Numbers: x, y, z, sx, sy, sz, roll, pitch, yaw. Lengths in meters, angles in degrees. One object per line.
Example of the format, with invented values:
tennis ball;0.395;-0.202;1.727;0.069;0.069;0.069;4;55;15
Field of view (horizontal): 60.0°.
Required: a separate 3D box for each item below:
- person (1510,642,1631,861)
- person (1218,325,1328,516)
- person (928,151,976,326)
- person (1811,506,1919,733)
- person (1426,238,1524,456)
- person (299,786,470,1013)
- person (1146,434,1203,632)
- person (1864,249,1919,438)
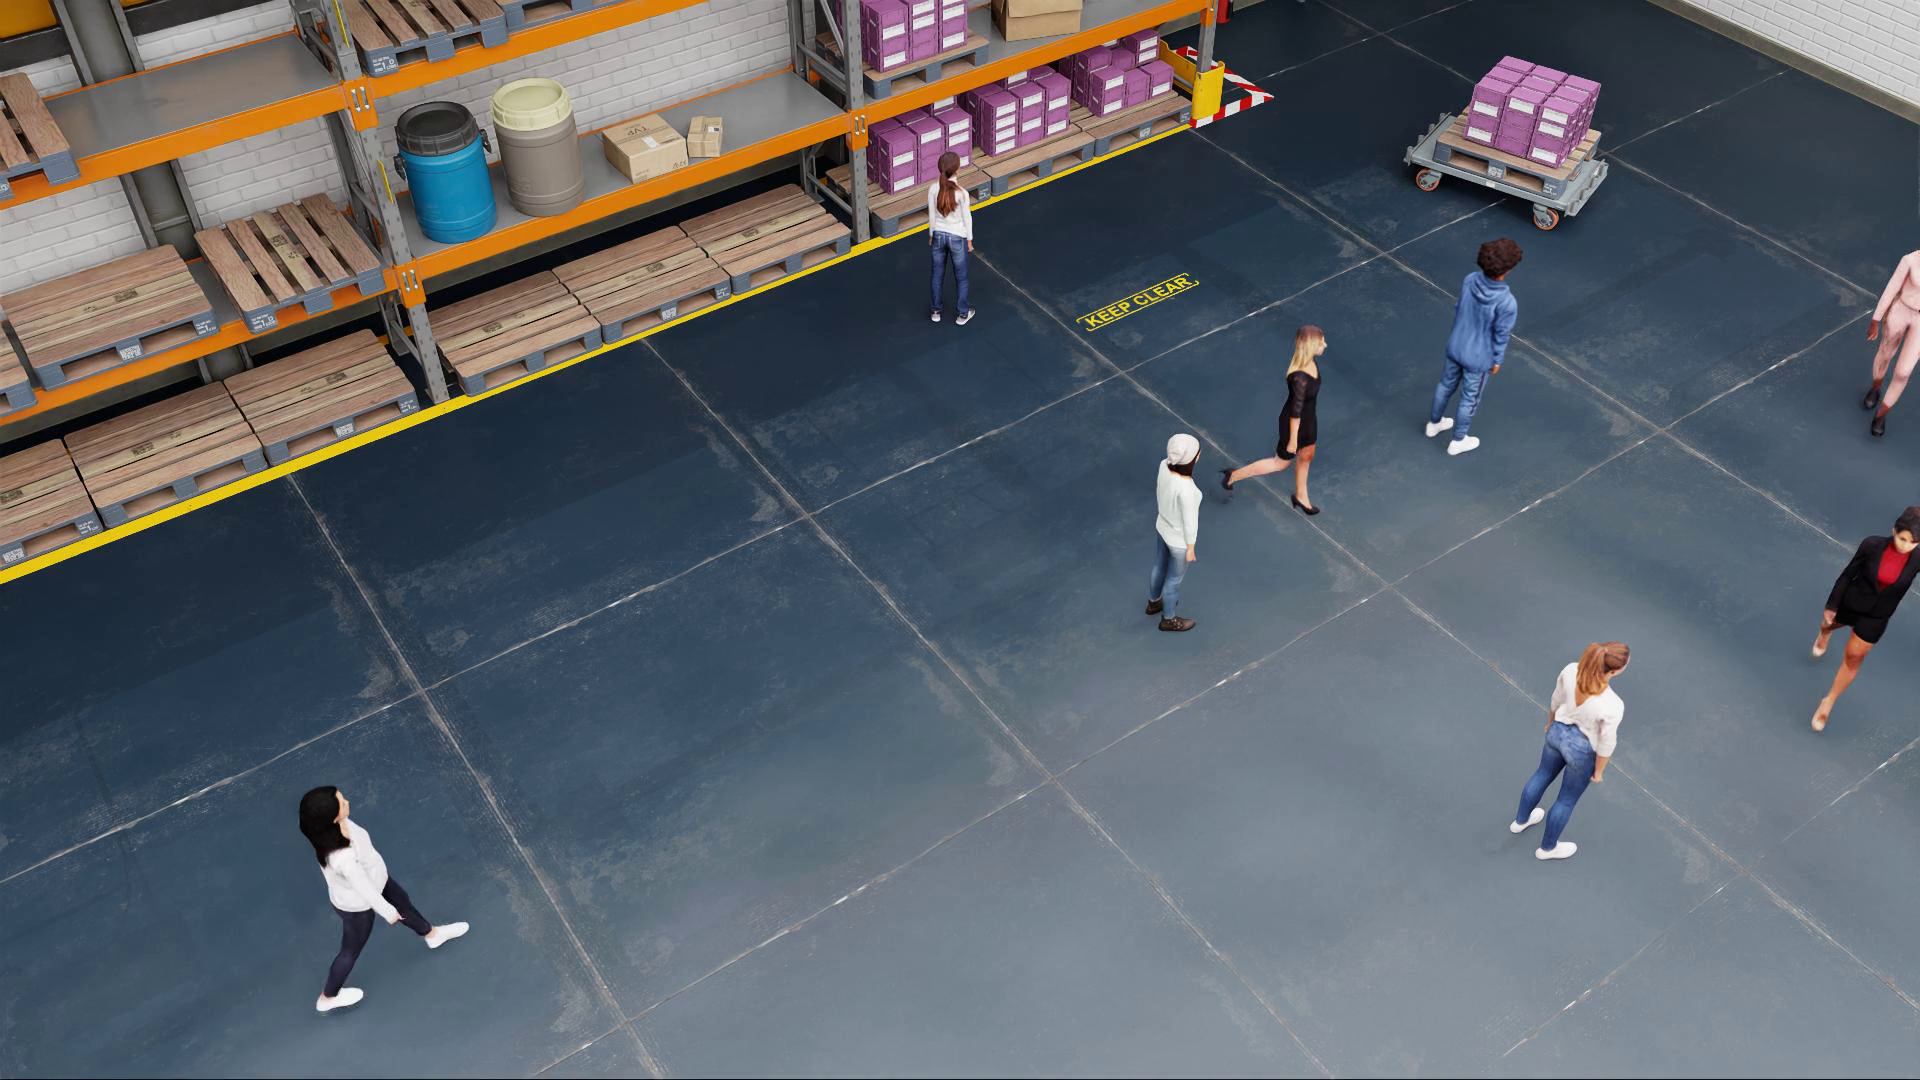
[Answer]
person;3.549;1.197;9.638;0.567;1.719;0.644;-18;47;-18
person;2.303;-0.833;11.814;0.997;1.656;1.000;12;45;12
person;-0.093;-2.470;13.604;0.619;1.557;0.666;11;45;11
person;5.703;0.404;10.560;0.849;1.596;1.128;22;48;21
person;3.808;-1.440;12.342;0.534;1.807;0.652;-26;49;-25
person;-3.306;1.940;8.905;1.136;1.654;0.680;-23;48;-22
person;1.429;-0.061;11.012;0.576;1.645;0.612;-15;46;-15
person;7.246;-1.699;12.696;0.884;1.695;1.023;20;47;20
